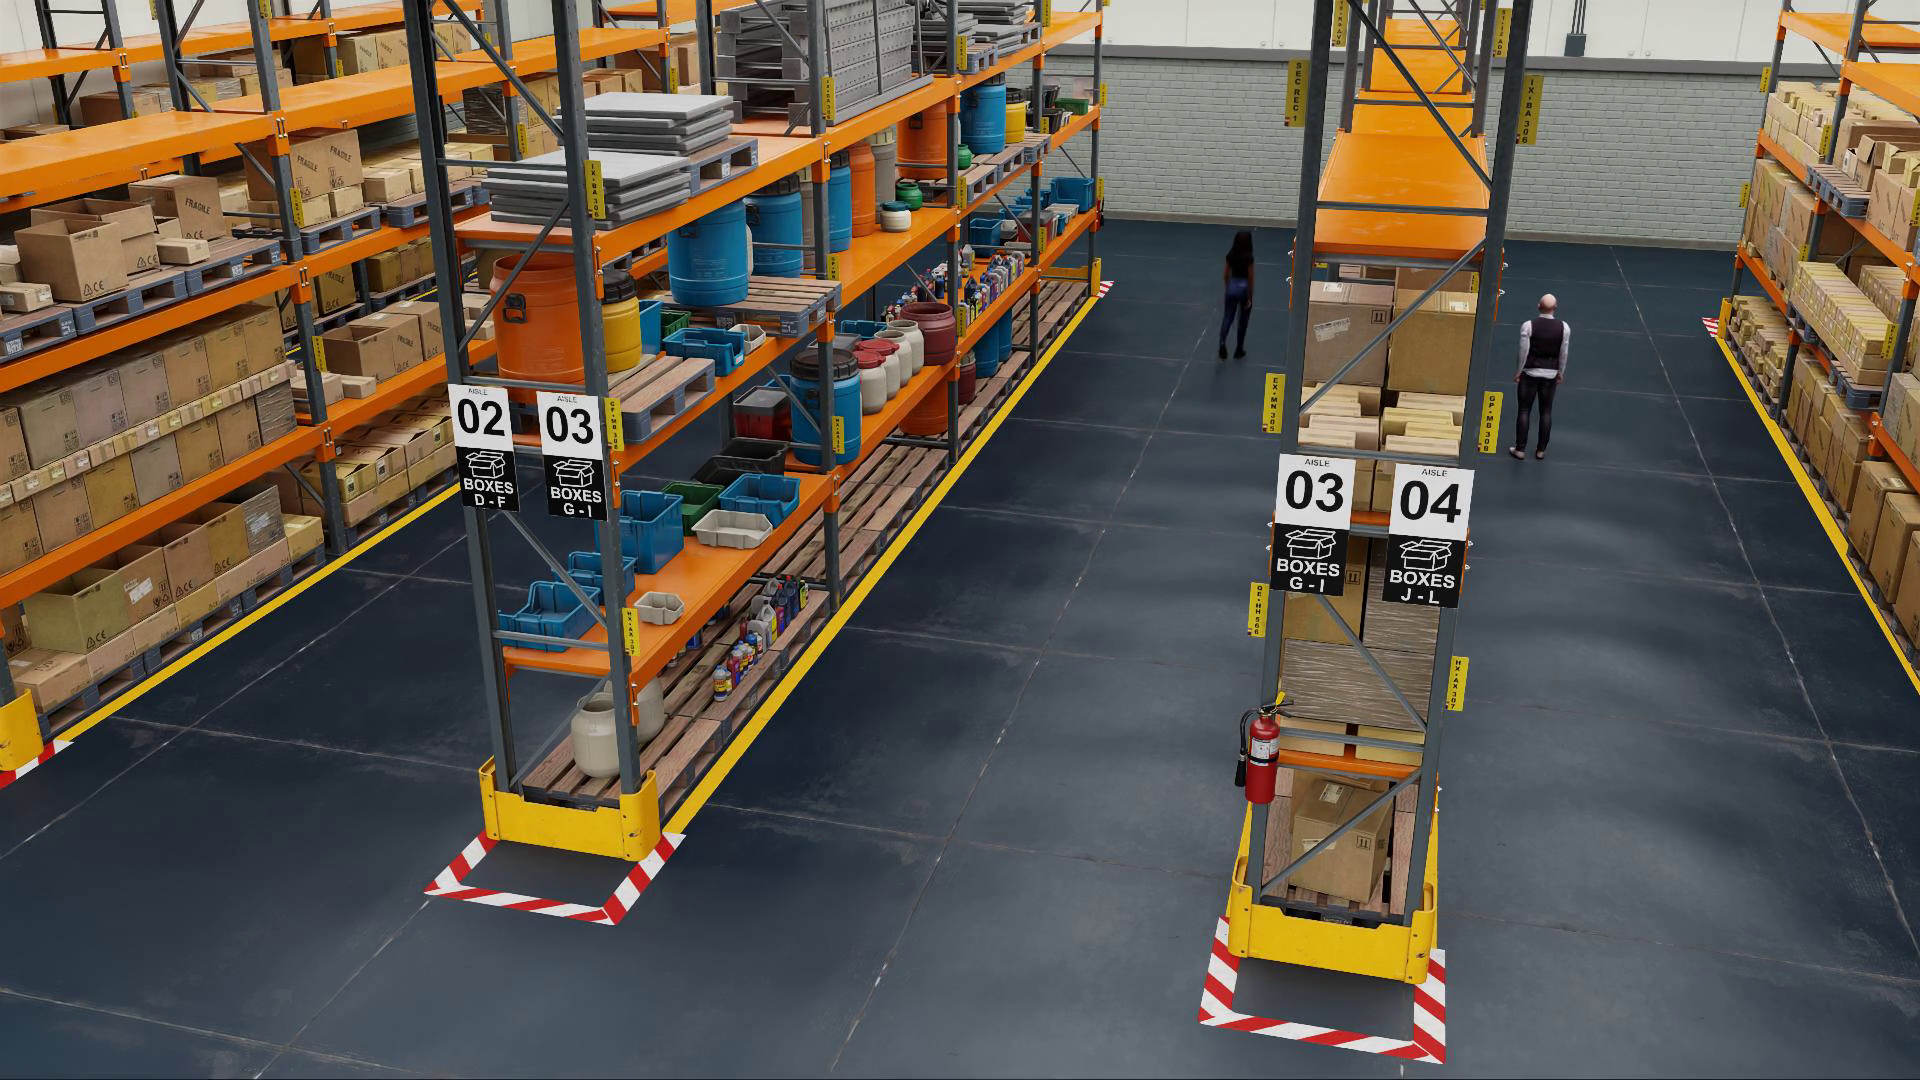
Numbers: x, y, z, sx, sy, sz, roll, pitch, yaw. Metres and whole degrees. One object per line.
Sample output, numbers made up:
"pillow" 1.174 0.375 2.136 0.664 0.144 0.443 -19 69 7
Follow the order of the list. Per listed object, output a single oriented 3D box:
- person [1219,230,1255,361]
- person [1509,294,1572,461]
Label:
"person" 3.566 -3.121 21.496 0.717 1.717 1.065 12 25 27
"person" 6.283 -1.774 18.061 0.738 1.823 0.666 1 22 3
